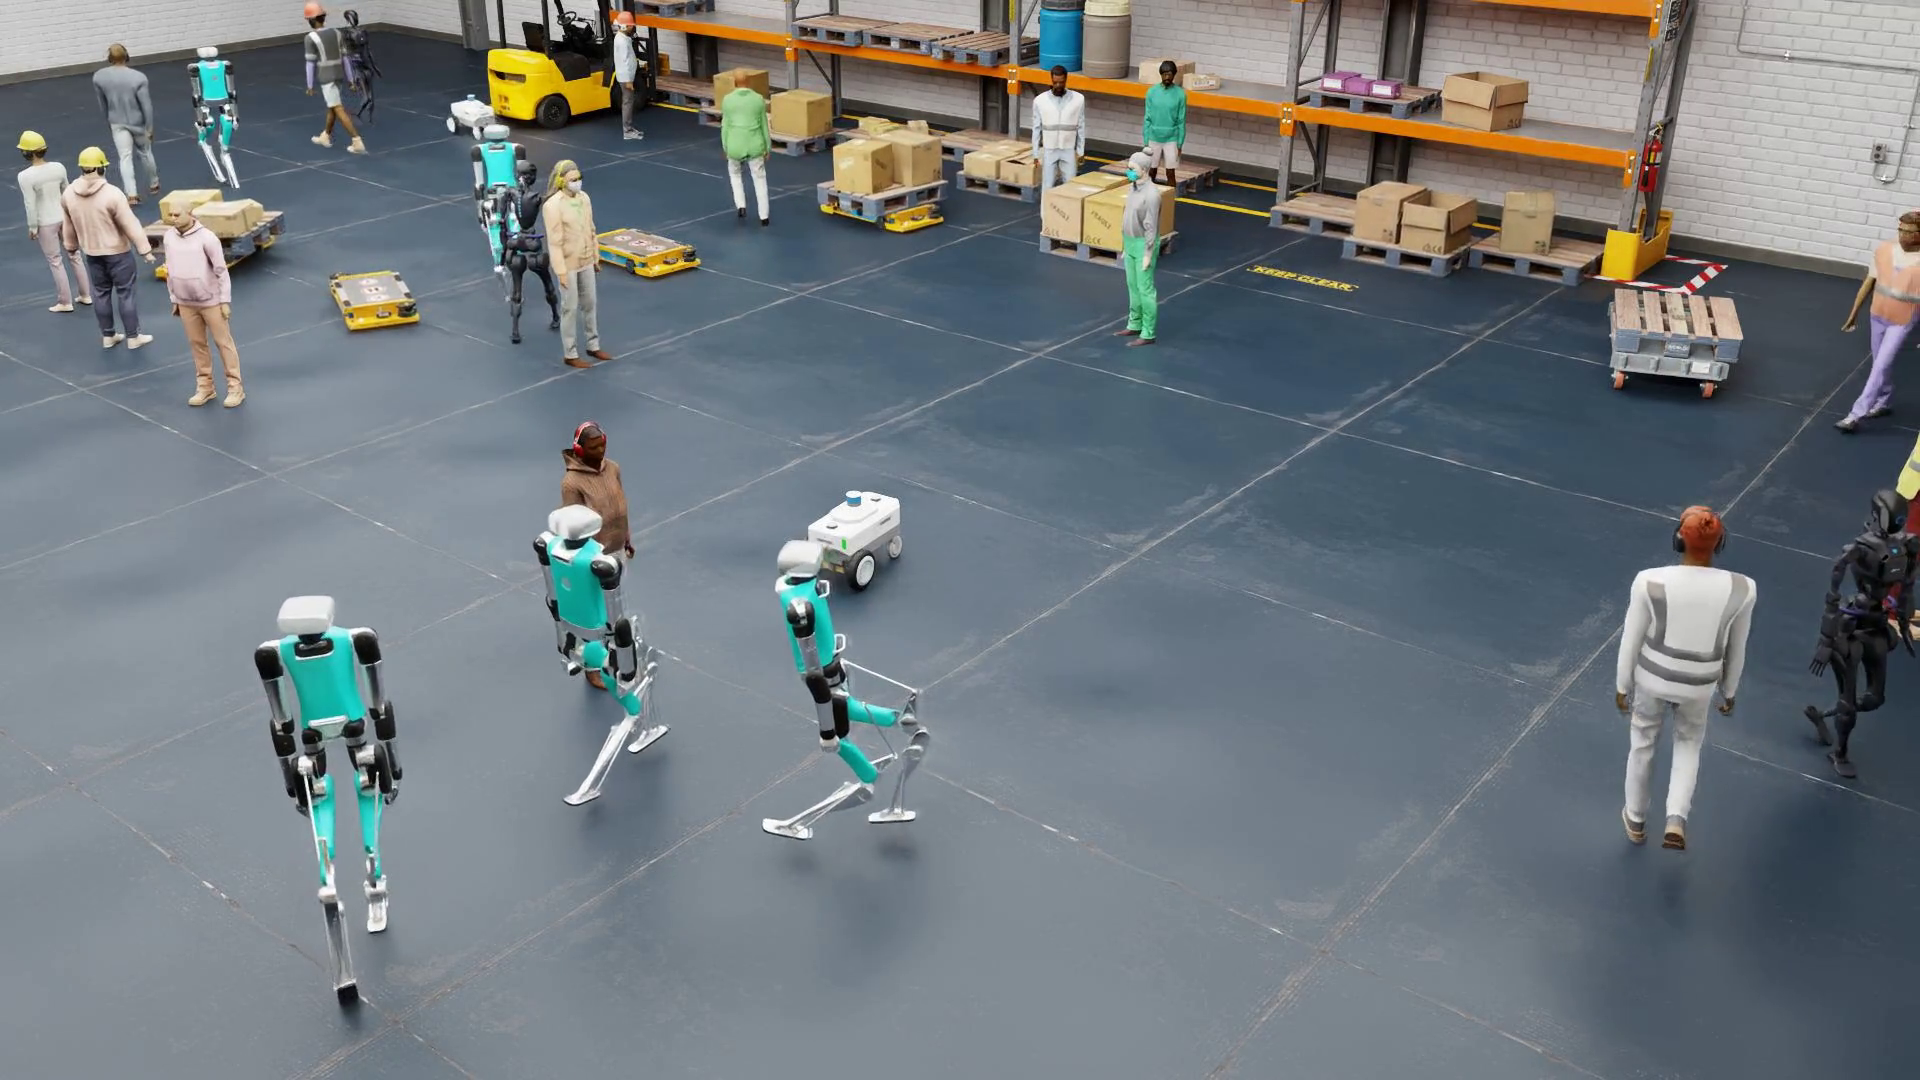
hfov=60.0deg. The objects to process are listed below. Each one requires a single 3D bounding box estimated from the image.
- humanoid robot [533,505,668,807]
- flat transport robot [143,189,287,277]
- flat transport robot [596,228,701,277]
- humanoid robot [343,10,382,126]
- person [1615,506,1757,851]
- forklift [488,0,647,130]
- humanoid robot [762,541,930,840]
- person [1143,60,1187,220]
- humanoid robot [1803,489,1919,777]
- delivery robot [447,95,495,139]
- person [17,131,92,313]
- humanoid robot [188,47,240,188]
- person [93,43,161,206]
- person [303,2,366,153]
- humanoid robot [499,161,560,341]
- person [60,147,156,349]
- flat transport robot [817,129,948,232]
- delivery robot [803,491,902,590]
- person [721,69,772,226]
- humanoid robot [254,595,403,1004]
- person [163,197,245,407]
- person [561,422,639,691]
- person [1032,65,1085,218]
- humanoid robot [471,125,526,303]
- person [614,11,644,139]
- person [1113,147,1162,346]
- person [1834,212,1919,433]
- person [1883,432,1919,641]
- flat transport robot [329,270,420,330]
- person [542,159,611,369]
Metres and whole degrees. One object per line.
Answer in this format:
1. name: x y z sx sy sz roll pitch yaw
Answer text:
1. humanoid robot: -1.779 0.538 8.805 0.552 1.738 1.047 16 30 29
2. flat transport robot: -8.086 -3.137 18.066 0.659 0.231 1.431 2 26 4
3. flat transport robot: -3.524 -3.131 18.055 1.431 0.231 0.659 22 33 38
4. humanoid robot: -8.674 -6.829 24.096 0.376 1.651 0.584 8 27 17
5. person: 3.544 0.726 8.226 0.596 1.869 0.527 7 27 15
6. forklift: -5.874 -7.334 24.552 1.214 2.155 2.313 19 32 34
7. humanoid robot: -0.490 0.803 8.239 1.028 1.724 0.545 -2 26 -4
8. person: 2.382 -4.664 19.422 0.497 1.843 0.404 6 26 12
9. humanoid robot: 4.877 0.470 9.002 0.610 1.637 0.501 -7 27 -15
10. delivery robot: -6.970 -6.063 23.798 0.499 0.595 0.791 -23 34 -39
11. person: -8.900 -3.116 16.297 0.299 1.772 0.530 10 27 19
12. humanoid robot: -9.369 -5.284 20.870 0.547 1.814 0.747 -20 32 -36
13. person: -10.081 -5.053 20.184 0.624 1.890 1.040 -7 27 -14
14. person: -8.593 -6.281 22.624 1.076 1.976 0.612 12 28 23
15. humanoid robot: -4.054 -2.722 15.624 0.616 1.624 0.729 6 26 11
16. person: -7.830 -2.656 15.252 0.821 1.855 0.431 3 26 5
17. flat transport robot: -0.922 -3.905 19.658 1.431 0.231 0.659 23 34 39
18. delivery robot: -0.733 -0.021 11.308 0.499 0.614 0.791 15 30 28
19. person: -2.470 -4.544 19.271 0.577 1.753 0.571 -6 26 -12
20. humanoid robot: -2.774 1.215 7.405 0.555 1.774 0.986 -6 26 -13
21. person: -6.362 -1.999 13.967 0.536 1.782 0.397 3 26 7
22. person: -2.137 0.070 9.833 0.333 1.651 0.458 17 30 30
23. person: 1.110 -4.410 18.827 0.596 1.906 0.402 -2 26 -3
24. humanoid robot: -4.513 -3.117 16.381 0.531 1.803 0.788 -2 26 -4
25. person: -4.670 -6.532 23.430 0.351 1.719 0.570 -6 26 -11
26. person: 1.664 -2.721 15.402 0.328 1.842 0.520 -10 27 -20
27. person: 7.507 -1.770 13.480 0.889 1.795 0.581 -13 29 -25
28. person: 6.035 -0.254 10.365 0.378 1.775 0.467 14 29 26
29. flat transport robot: -5.840 -2.404 16.548 0.659 0.231 1.431 -12 28 -23
30. person: -3.447 -2.469 14.855 0.405 1.871 0.569 14 29 27
